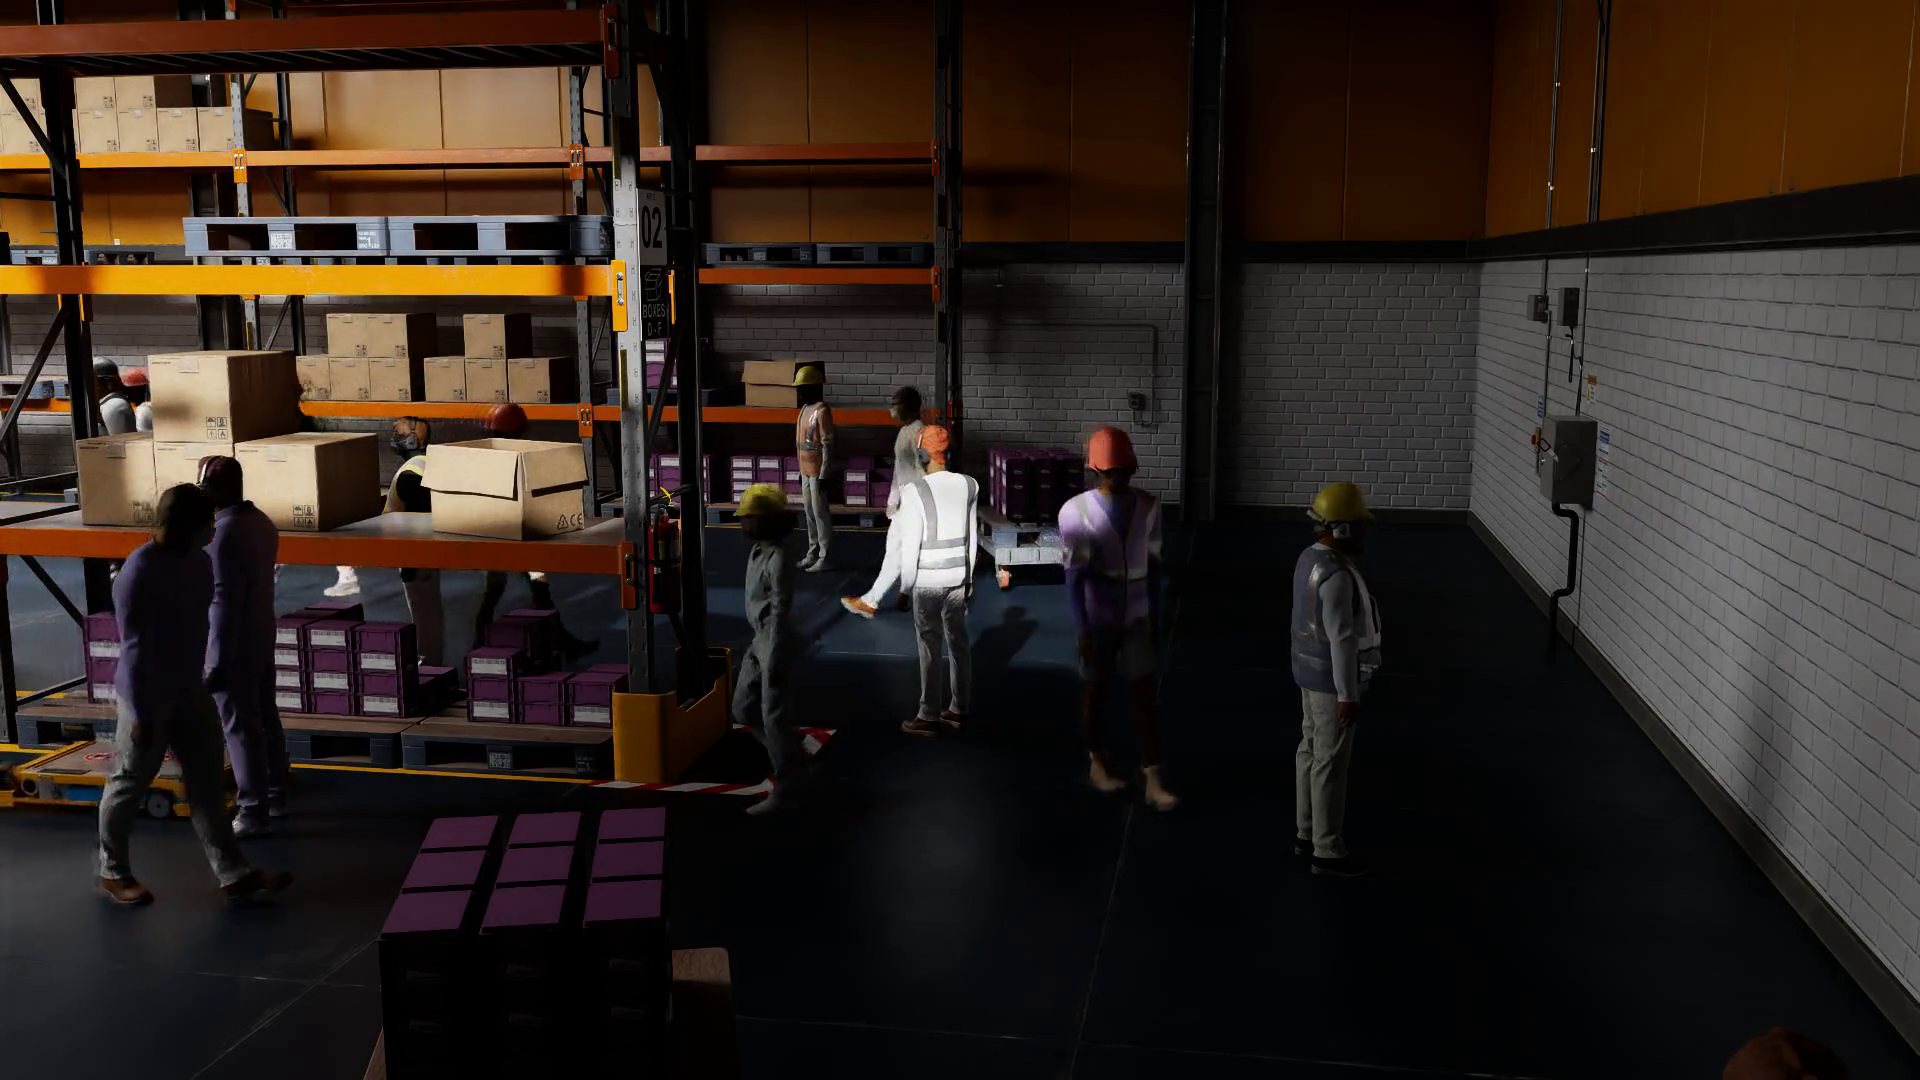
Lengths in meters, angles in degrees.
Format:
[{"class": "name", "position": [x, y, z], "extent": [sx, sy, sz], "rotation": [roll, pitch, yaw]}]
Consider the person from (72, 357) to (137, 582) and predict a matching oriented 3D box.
[{"class": "person", "position": [-7.723, -0.641, 15.059], "extent": [0.538, 2.000, 0.689], "rotation": [-5, 10, -27]}]

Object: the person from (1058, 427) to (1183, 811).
[{"class": "person", "position": [0.835, 0.420, 8.602], "extent": [0.623, 1.996, 0.900], "rotation": [-3, 10, -20]}]

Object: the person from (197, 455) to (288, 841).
[{"class": "person", "position": [-3.594, 0.529, 8.226], "extent": [0.403, 1.903, 0.652], "rotation": [-1, 9, -3]}]

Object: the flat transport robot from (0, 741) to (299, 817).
[{"class": "flat transport robot", "position": [-4.347, 1.247, 8.820], "extent": [1.431, 0.197, 0.652], "rotation": [1, 9, 9]}]

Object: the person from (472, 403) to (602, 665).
[{"class": "person", "position": [-3.033, -0.007, 11.608], "extent": [0.981, 1.881, 0.560], "rotation": [2, 9, 9]}]

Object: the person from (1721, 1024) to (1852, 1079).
[{"class": "person", "position": [1.287, 1.557, 2.704], "extent": [0.501, 1.627, 0.288], "rotation": [4, 10, 21]}]

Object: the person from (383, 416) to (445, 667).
[{"class": "person", "position": [-3.650, 0.086, 11.167], "extent": [0.429, 1.845, 0.626], "rotation": [-1, 9, -8]}]

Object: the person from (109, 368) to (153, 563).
[{"class": "person", "position": [-7.819, -0.695, 15.925], "extent": [1.004, 1.880, 0.565], "rotation": [-5, 11, -30]}]

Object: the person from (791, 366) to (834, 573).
[{"class": "person", "position": [-1.379, -0.656, 15.503], "extent": [0.375, 1.925, 0.595], "rotation": [-4, 10, -26]}]

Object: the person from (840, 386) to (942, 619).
[{"class": "person", "position": [-0.447, -0.295, 13.396], "extent": [1.030, 1.879, 0.655], "rotation": [-1, 9, -9]}]

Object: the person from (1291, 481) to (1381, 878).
[{"class": "person", "position": [1.750, 0.639, 7.757], "extent": [0.404, 1.835, 0.590], "rotation": [-1, 9, -3]}]

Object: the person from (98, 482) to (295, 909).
[{"class": "person", "position": [-3.416, 0.695, 7.271], "extent": [0.963, 1.873, 0.720], "rotation": [1, 9, 9]}]

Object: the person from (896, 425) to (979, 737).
[{"class": "person", "position": [-0.138, 0.244, 10.044], "extent": [0.572, 1.887, 0.356], "rotation": [-8, 12, -41]}]

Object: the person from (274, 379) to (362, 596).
[{"class": "person", "position": [-5.676, -0.444, 14.175], "extent": [1.075, 1.932, 0.640], "rotation": [-6, 11, -33]}]

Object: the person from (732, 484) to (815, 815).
[{"class": "person", "position": [-0.988, 0.566, 8.512], "extent": [0.356, 1.727, 0.501], "rotation": [-4, 10, -21]}]

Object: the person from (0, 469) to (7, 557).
[{"class": "person", "position": [-6.958, 0.010, 11.630], "extent": [0.516, 1.843, 0.325], "rotation": [-4, 10, -22]}]
